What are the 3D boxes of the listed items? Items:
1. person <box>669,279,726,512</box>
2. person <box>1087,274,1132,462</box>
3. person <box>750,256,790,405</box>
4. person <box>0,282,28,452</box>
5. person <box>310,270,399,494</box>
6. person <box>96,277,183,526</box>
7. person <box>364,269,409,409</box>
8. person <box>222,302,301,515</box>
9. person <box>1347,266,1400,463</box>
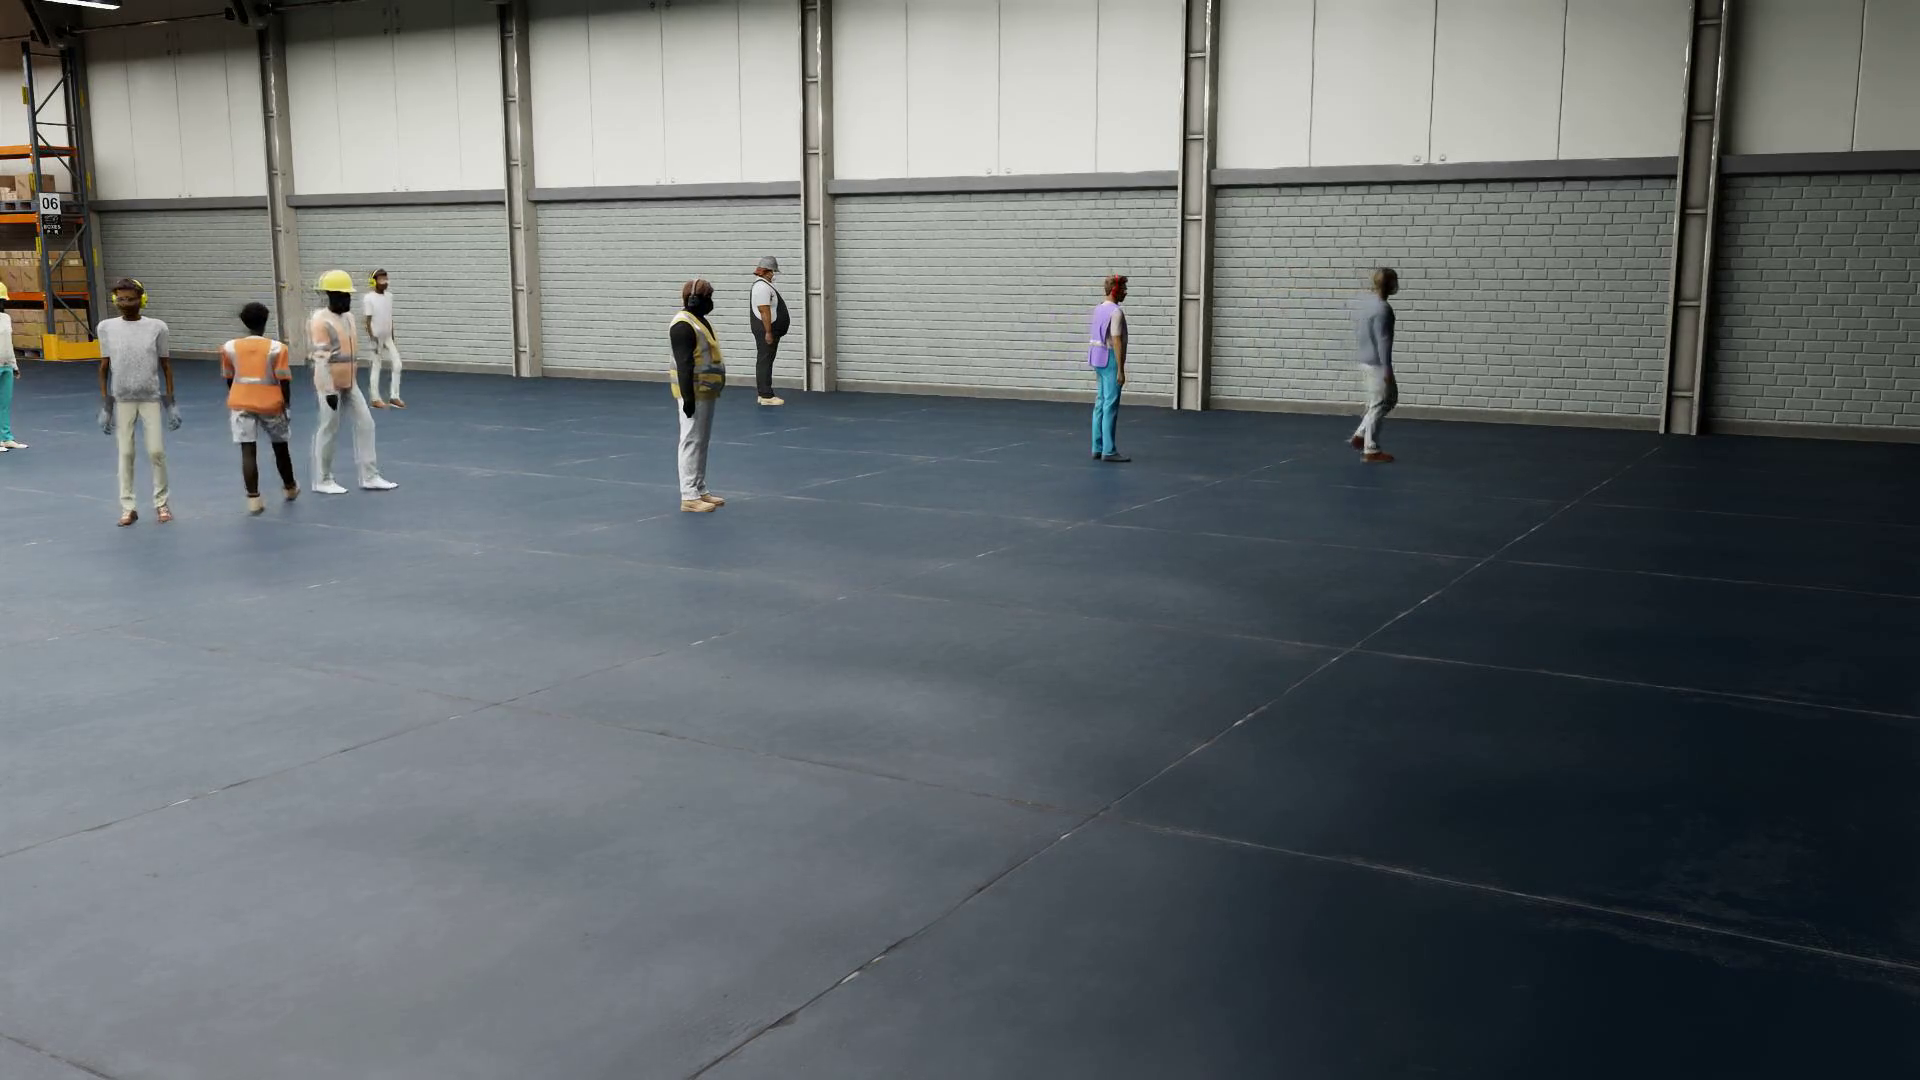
[{"bbox_3d":[-2.081,-1.150,13.262,0.429,1.840,0.634,1,10,6],"label":"person"},{"bbox_3d":[1.466,-1.693,16.431,0.373,1.840,0.572,-3,10,-16],"label":"person"},{"bbox_3d":[-2.598,-2.872,22.757,0.537,2.000,0.679,-2,10,-13],"label":"person"},{"bbox_3d":[-9.991,-1.800,17.305,0.326,1.760,0.524,1,10,5],"label":"person"},{"bbox_3d":[-5.170,-1.321,14.090,0.807,1.895,0.615,2,10,12],"label":"person"},{"bbox_3d":[-6.206,-1.040,12.585,0.583,1.868,0.437,-4,10,-21],"label":"person"},{"bbox_3d":[-7.591,-2.645,21.982,0.686,1.844,0.562,5,11,28],"label":"person"},{"bbox_3d":[-5.577,-1.061,13.276,0.544,1.646,0.876,-2,10,-12],"label":"person"},{"bbox_3d":[4.119,-1.703,16.255,0.442,1.920,0.649,1,10,5],"label":"person"}]
